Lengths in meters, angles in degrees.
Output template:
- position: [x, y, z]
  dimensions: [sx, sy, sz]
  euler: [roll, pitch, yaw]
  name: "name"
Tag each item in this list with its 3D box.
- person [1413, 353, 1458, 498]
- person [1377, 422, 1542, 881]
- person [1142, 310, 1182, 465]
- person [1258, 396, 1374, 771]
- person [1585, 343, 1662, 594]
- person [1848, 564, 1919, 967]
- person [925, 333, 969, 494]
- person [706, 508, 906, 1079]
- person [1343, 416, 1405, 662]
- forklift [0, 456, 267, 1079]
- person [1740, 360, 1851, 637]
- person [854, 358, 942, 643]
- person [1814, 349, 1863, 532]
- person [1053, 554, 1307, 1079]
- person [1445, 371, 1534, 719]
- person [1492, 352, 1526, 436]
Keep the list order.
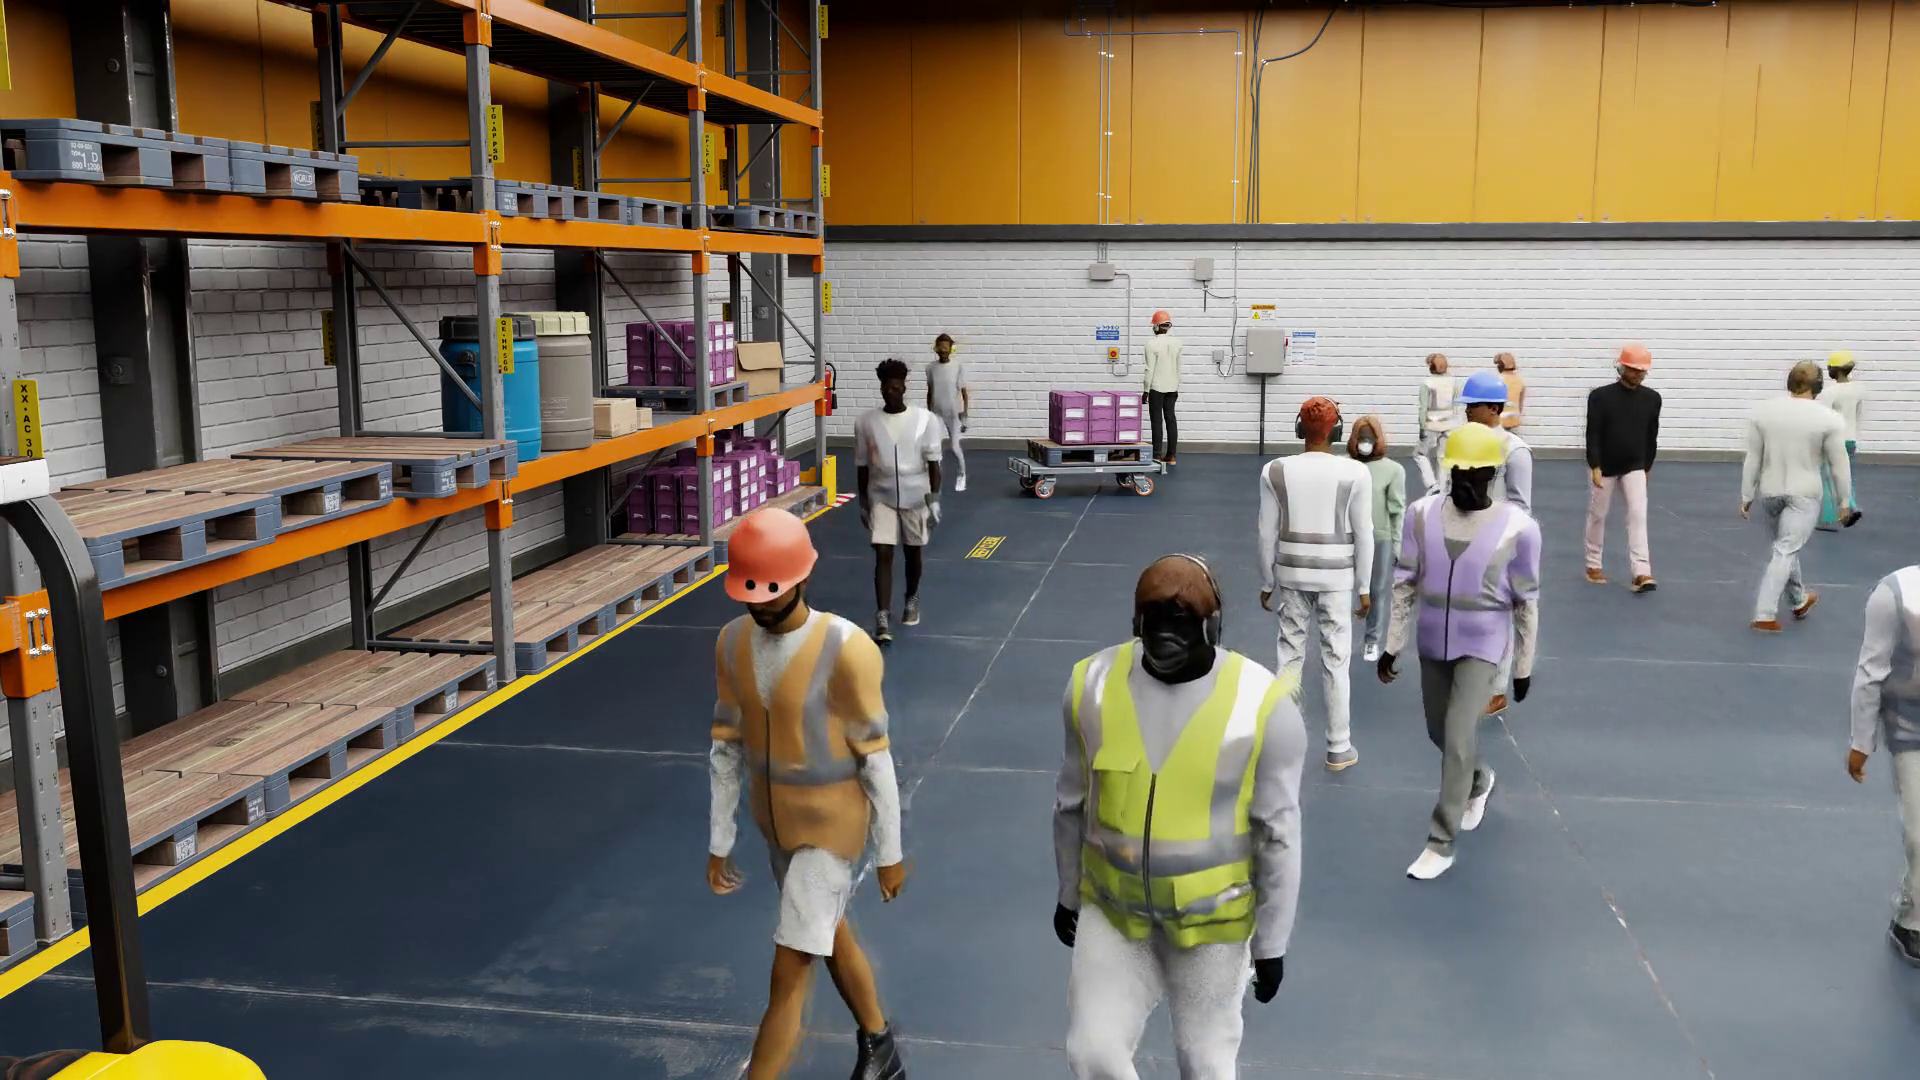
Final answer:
- position: [5.118, -1.195, 17.892]
  dimensions: [0.527, 1.628, 0.363]
  euler: [-4, 10, -22]
  name: "person"
- position: [2.165, 0.428, 7.079]
  dimensions: [0.603, 1.897, 0.905]
  euler: [8, 12, 42]
  name: "person"
- position: [2.583, -1.944, 21.377]
  dimensions: [0.609, 1.995, 0.378]
  euler: [-7, 11, -36]
  name: "person"
- position: [1.788, 0.221, 8.373]
  dimensions: [0.572, 1.883, 0.355]
  euler: [4, 10, 23]
  name: "person"
- position: [5.187, -0.559, 13.006]
  dimensions: [0.624, 1.934, 1.020]
  euler: [0, 9, 2]
  name: "person"
- position: [3.441, 0.703, 5.684]
  dimensions: [0.623, 1.781, 0.912]
  euler: [1, 9, 6]
  name: "person"
- position: [-0.125, -1.405, 18.629]
  dimensions: [0.548, 1.820, 0.966]
  euler: [3, 10, 16]
  name: "person"
- position: [-0.470, 0.828, 4.674]
  dimensions: [0.558, 1.861, 0.981]
  euler: [8, 12, 39]
  name: "person"
- position: [2.529, 0.028, 10.459]
  dimensions: [0.507, 1.590, 0.829]
  euler: [4, 10, 21]
  name: "person"
- position: [-2.328, 0.975, 2.765]
  dimensions: [2.313, 2.155, 1.214]
  euler: [1, 9, 9]
  name: "forklift"
- position: [5.841, -0.298, 11.551]
  dimensions: [1.025, 1.881, 0.658]
  euler: [-7, 11, -35]
  name: "person"
- position: [-0.426, -0.292, 11.444]
  dimensions: [0.605, 1.918, 1.008]
  euler: [0, 9, -1]
  name: "person"
- position: [8.399, -0.948, 15.947]
  dimensions: [0.543, 1.754, 0.381]
  euler: [-4, 10, -23]
  name: "person"
- position: [0.513, 0.937, 4.135]
  dimensions: [0.658, 1.822, 0.510]
  euler: [4, 10, 23]
  name: "person"
- position: [2.938, 0.025, 9.378]
  dimensions: [0.398, 1.949, 0.604]
  euler: [-4, 10, -23]
  name: "person"
- position: [5.946, -1.250, 18.234]
  dimensions: [0.533, 1.614, 0.457]
  euler: [-3, 10, -17]
  name: "person"
